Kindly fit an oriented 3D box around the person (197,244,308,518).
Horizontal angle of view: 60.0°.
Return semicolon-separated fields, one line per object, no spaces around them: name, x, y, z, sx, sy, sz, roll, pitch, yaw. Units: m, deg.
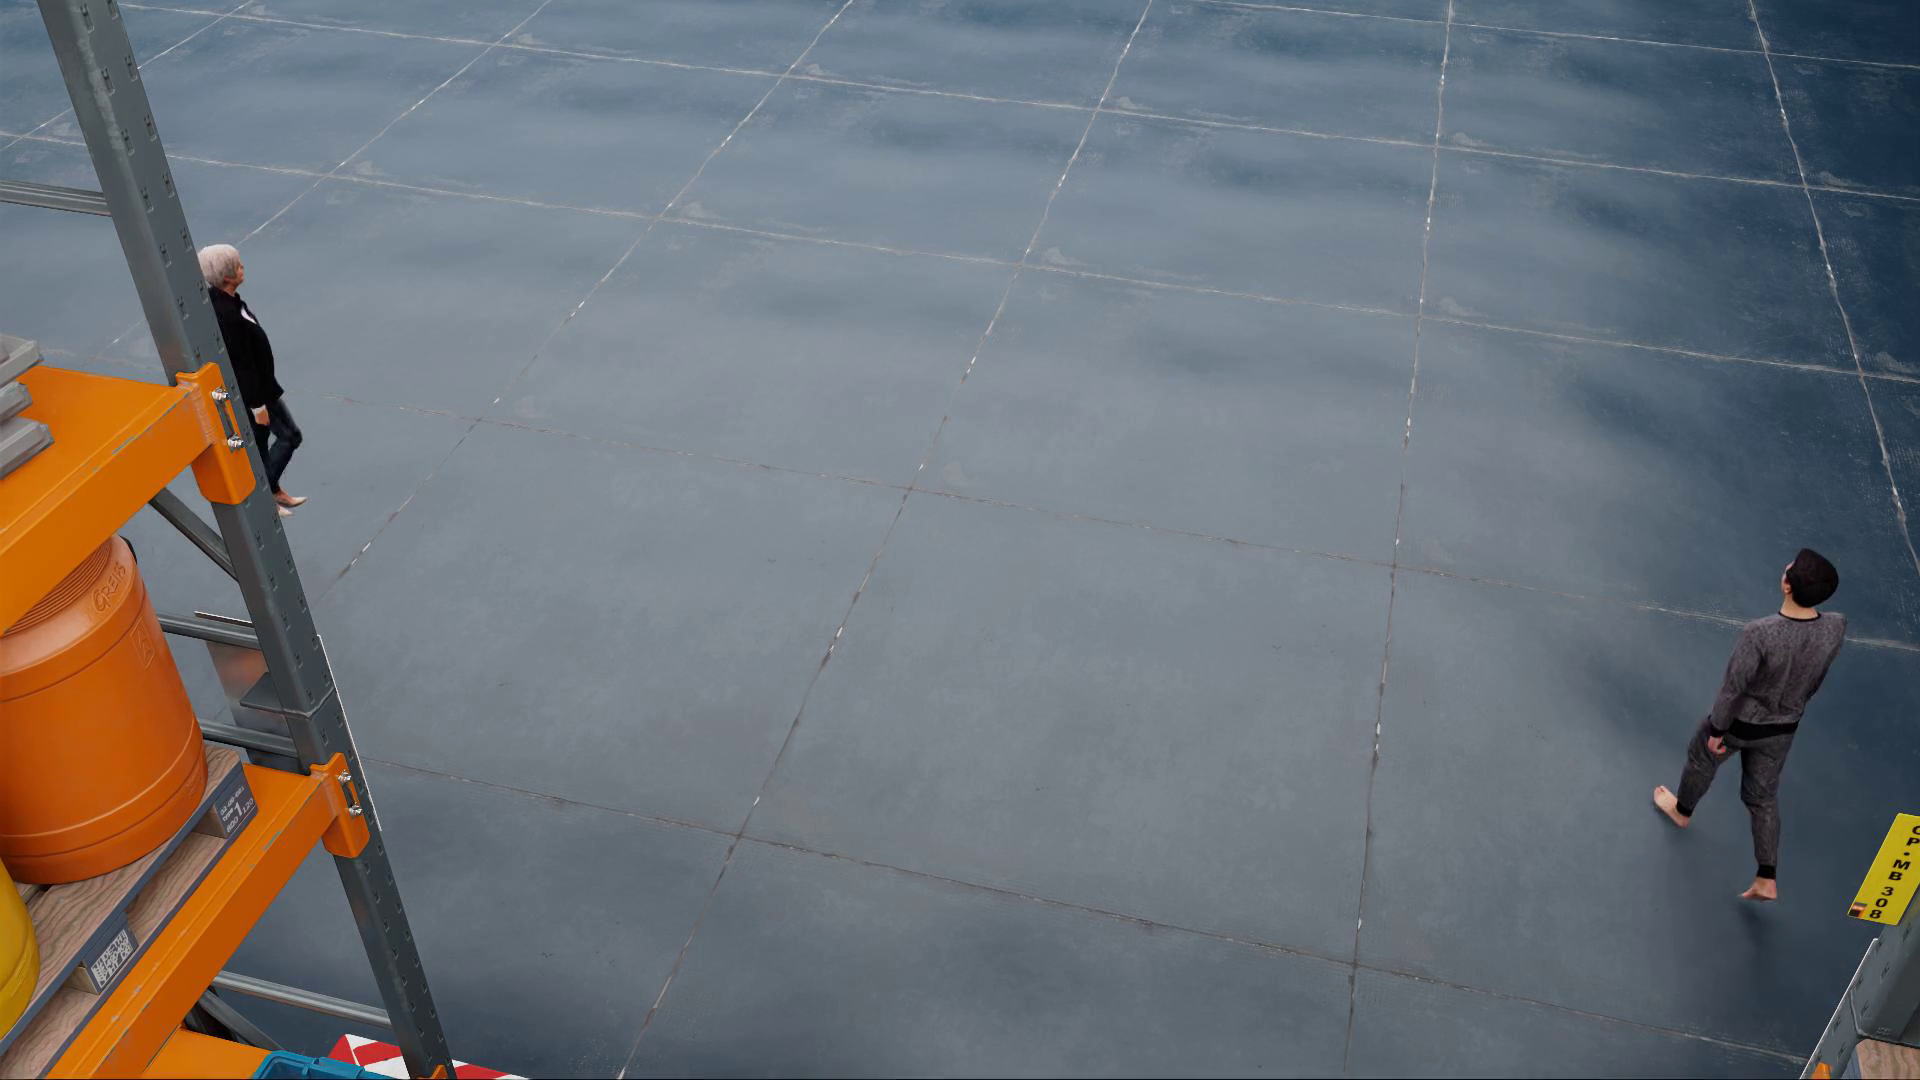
person;-4.068;-0.839;9.251;0.846;1.775;0.881;-20;42;-24

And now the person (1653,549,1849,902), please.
person;3.649;0.860;7.504;0.901;1.809;1.191;-2;38;-2
